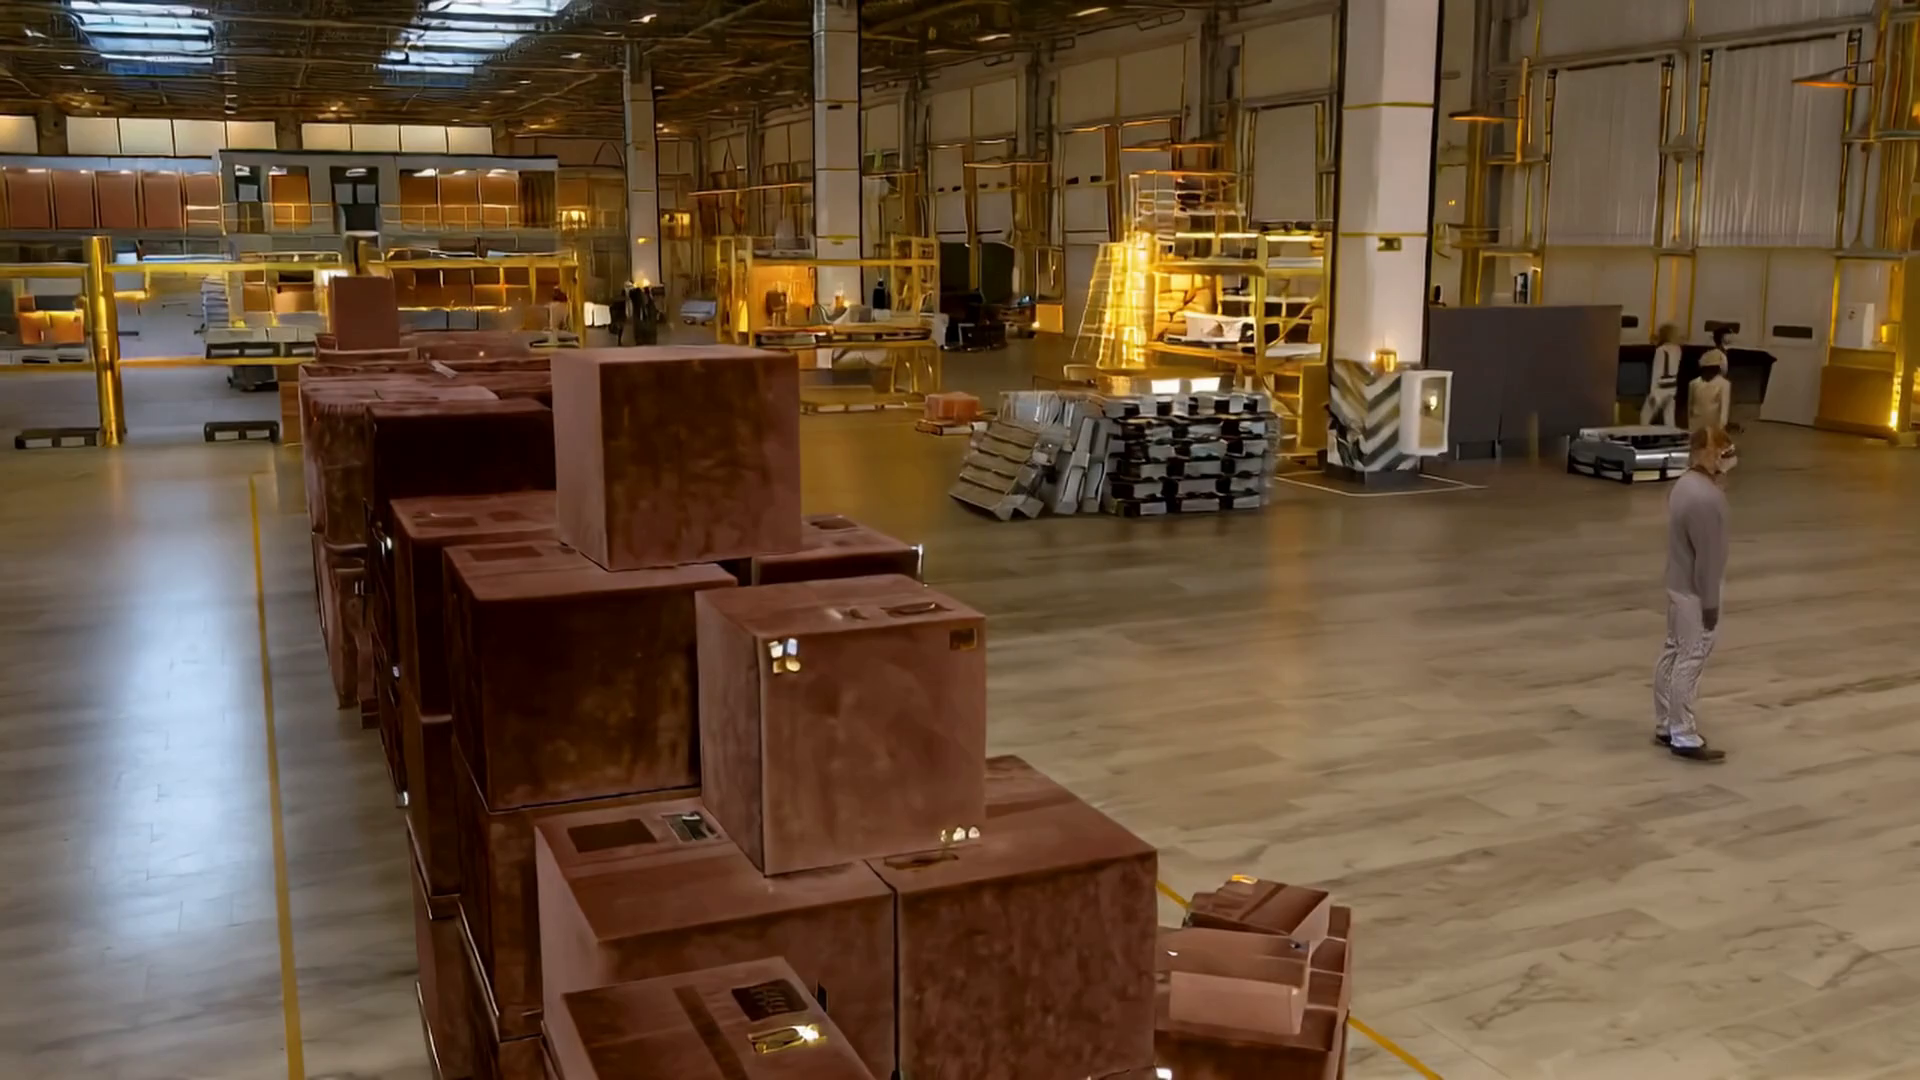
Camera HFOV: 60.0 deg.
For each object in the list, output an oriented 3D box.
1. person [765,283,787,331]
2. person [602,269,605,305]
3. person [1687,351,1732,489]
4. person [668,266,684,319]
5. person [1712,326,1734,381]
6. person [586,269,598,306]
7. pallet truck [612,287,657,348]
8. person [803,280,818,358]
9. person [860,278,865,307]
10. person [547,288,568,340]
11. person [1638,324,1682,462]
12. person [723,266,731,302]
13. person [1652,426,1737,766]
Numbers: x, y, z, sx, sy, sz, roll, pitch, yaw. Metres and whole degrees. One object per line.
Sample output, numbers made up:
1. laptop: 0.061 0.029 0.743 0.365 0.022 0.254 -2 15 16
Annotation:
1. person: -5.020 -6.113 45.370 0.624 1.791 0.954 0 10 -1
2. person: -14.368 -10.027 67.042 0.765 1.737 0.538 3 11 16
3. person: 8.676 -1.338 19.271 0.492 1.718 0.723 8 13 37
4. person: -10.505 -9.160 61.649 0.650 1.981 0.628 1 10 5
5. person: 10.013 -1.892 21.967 0.345 1.846 0.508 4 11 23
6. person: -14.659 -9.938 66.459 0.686 1.803 0.627 -10 14 -43
7. pallet truck: -6.464 -4.406 35.401 0.823 1.965 1.885 6 12 32
8. person: -3.638 -5.601 42.132 0.642 1.957 1.017 0 10 2
9. person: -3.740 -8.978 61.013 0.677 1.859 0.963 -6 12 -31
10. person: -9.243 -4.866 38.290 0.521 1.873 0.334 4 11 19
11. person: 9.407 -1.998 22.518 0.579 1.851 0.855 -6 12 -31
12. person: -10.832 -12.061 77.832 0.594 1.914 0.960 -4 11 -20
13. person: 4.238 0.309 9.579 0.371 1.941 0.627 2 10 8
